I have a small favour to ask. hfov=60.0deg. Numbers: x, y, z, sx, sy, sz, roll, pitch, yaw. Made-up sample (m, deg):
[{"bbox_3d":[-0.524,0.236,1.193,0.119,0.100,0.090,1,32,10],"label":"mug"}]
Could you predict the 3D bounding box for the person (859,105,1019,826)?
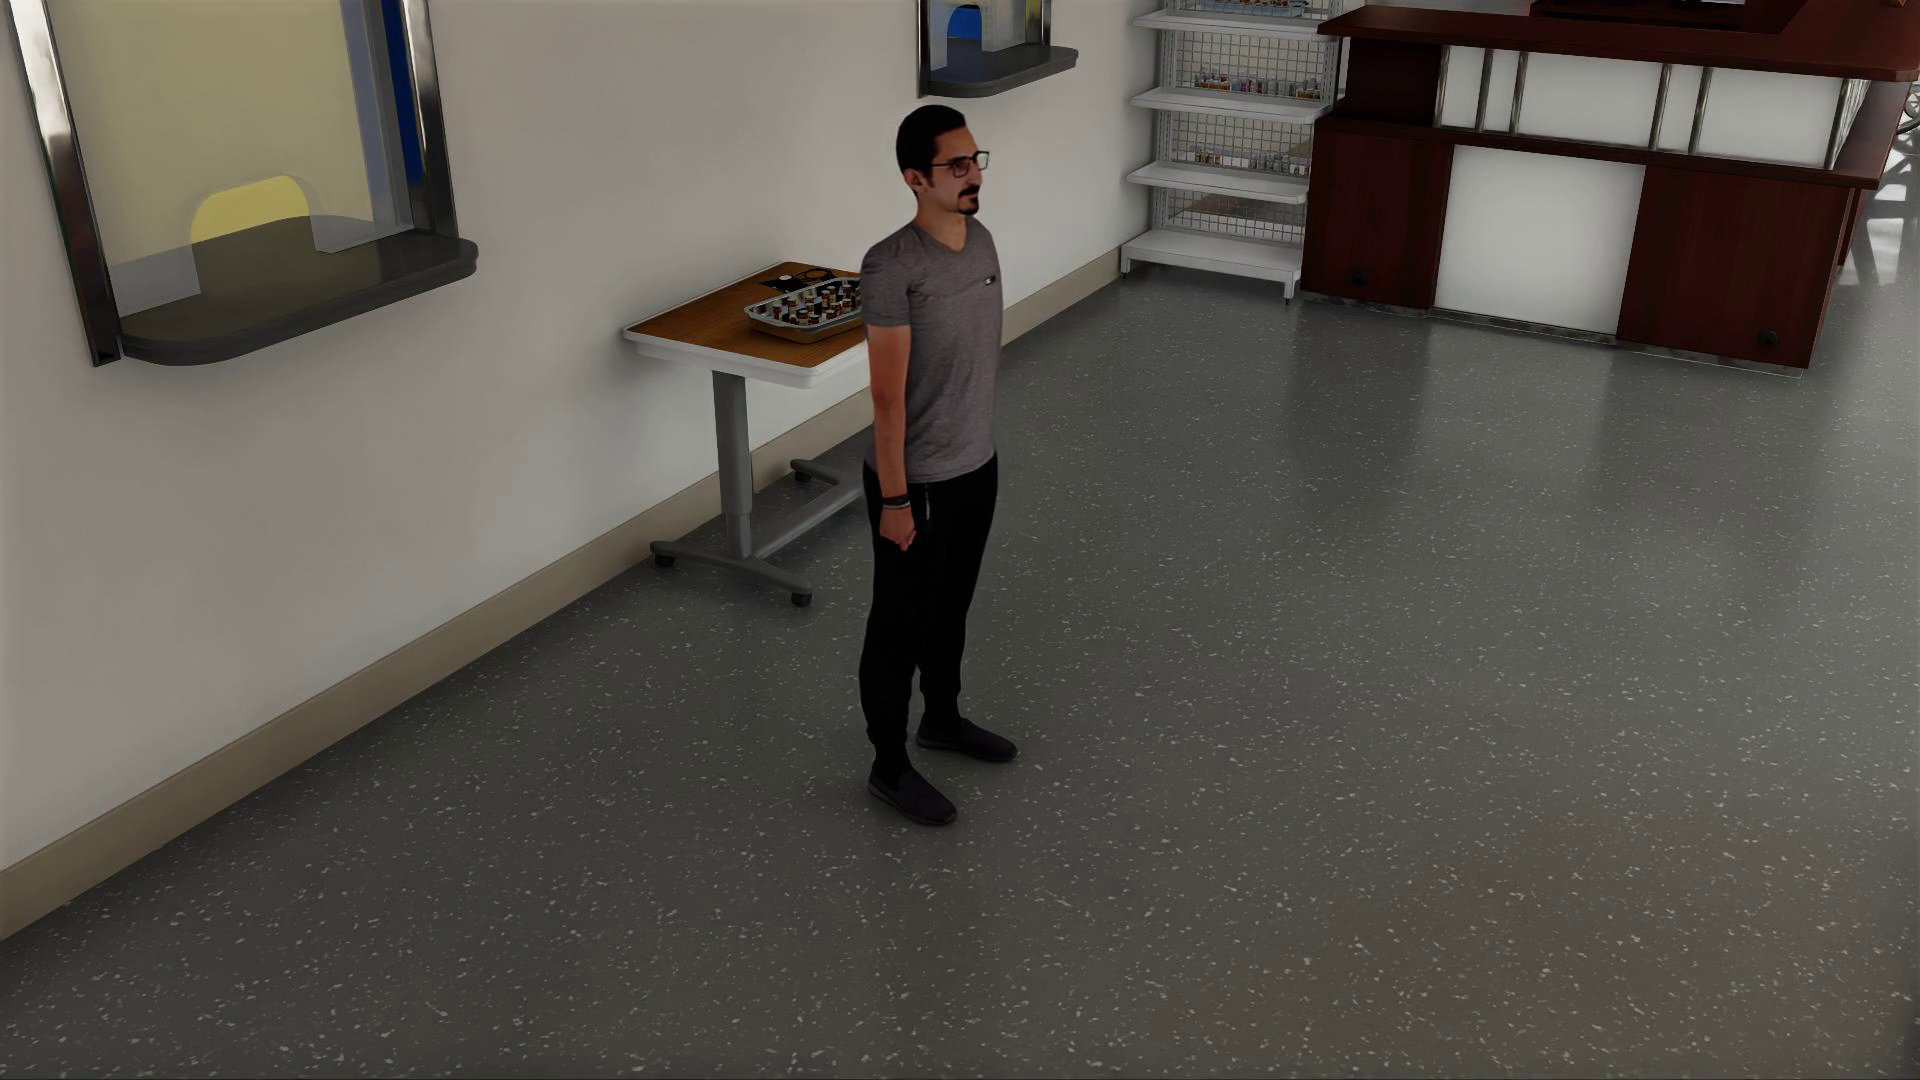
[{"bbox_3d":[-0.068,-0.181,4.075,0.537,1.754,0.614,15,30,28],"label":"person"}]
